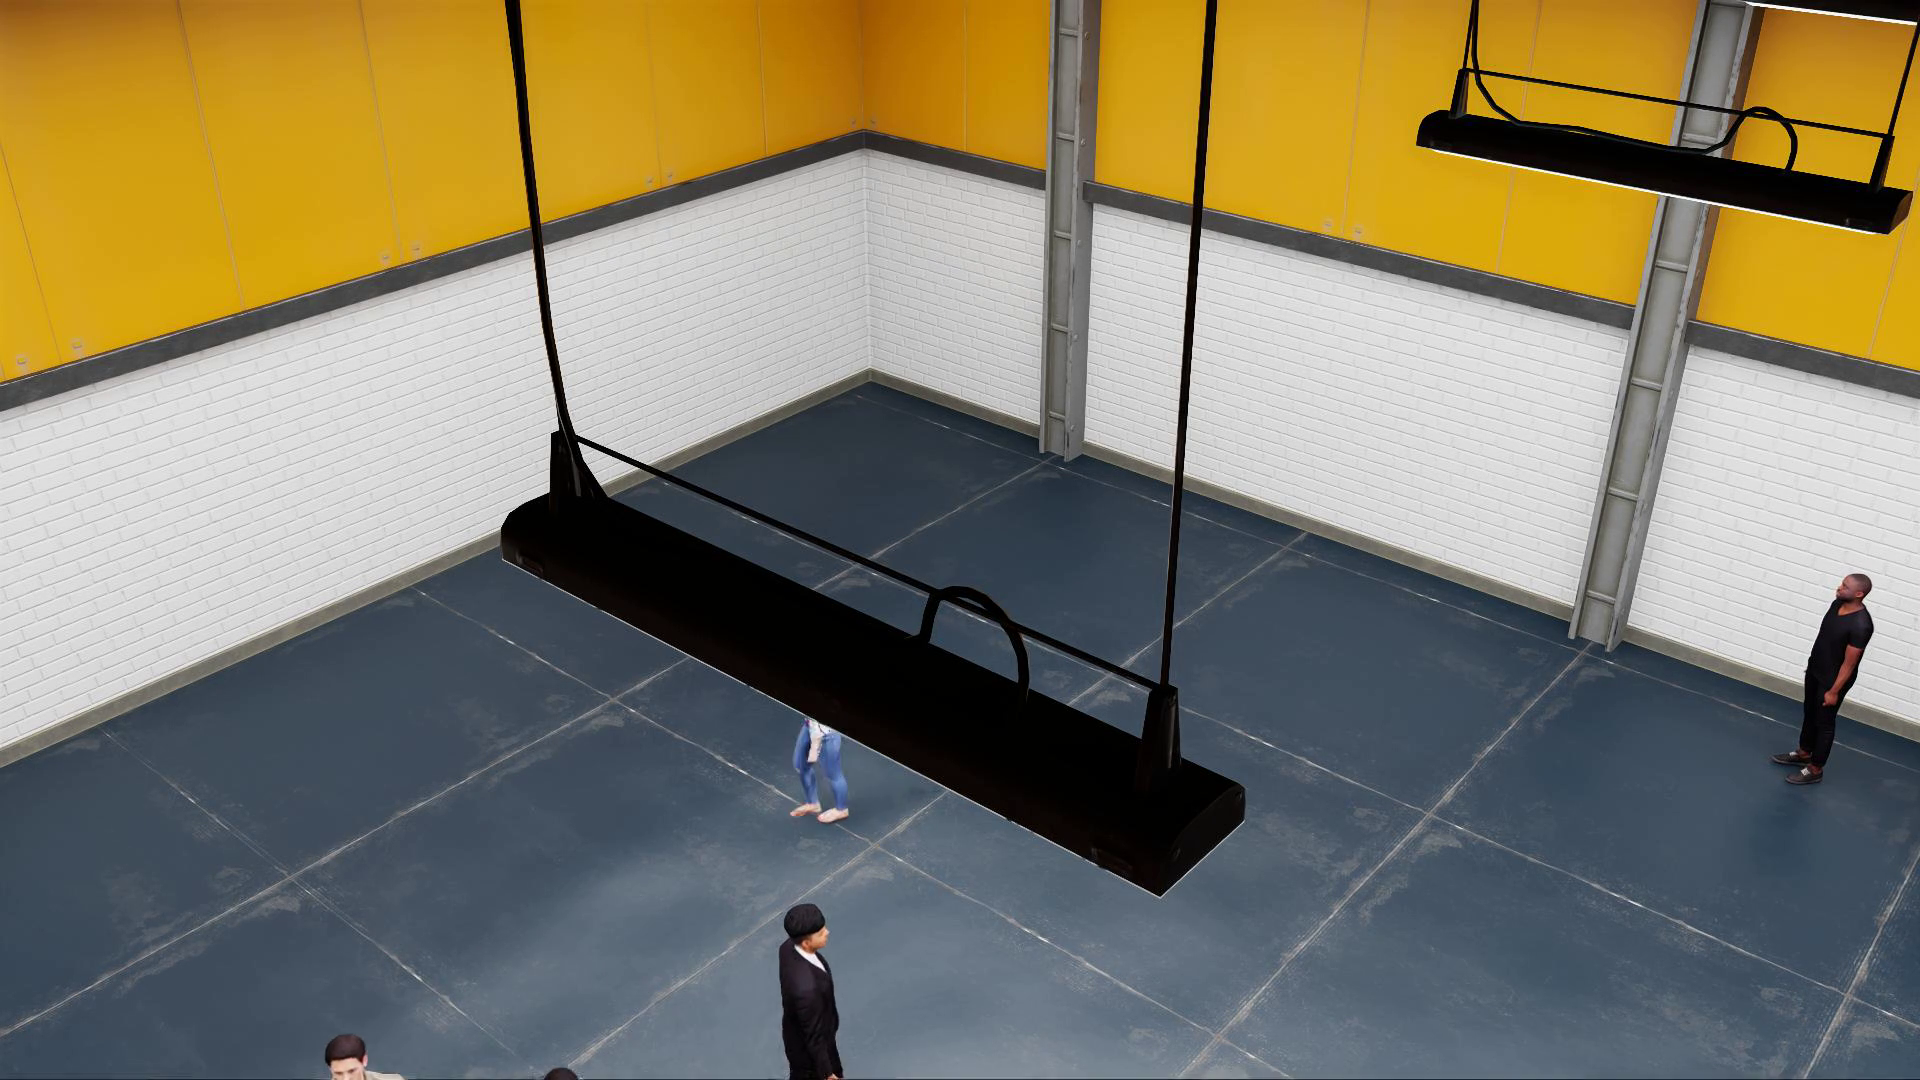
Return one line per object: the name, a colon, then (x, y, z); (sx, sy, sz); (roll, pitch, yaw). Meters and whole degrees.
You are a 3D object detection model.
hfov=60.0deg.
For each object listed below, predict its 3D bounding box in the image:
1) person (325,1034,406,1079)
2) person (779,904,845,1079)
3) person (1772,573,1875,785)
person: (-3.050, 3.242, 8.708); (1.180, 1.816, 1.259); (-3, 29, -6)
person: (-0.945, 2.854, 9.376); (1.220, 1.858, 1.195); (-4, 29, -8)
person: (6.666, 1.044, 12.734); (0.775, 1.820, 0.751); (2, 29, 3)
